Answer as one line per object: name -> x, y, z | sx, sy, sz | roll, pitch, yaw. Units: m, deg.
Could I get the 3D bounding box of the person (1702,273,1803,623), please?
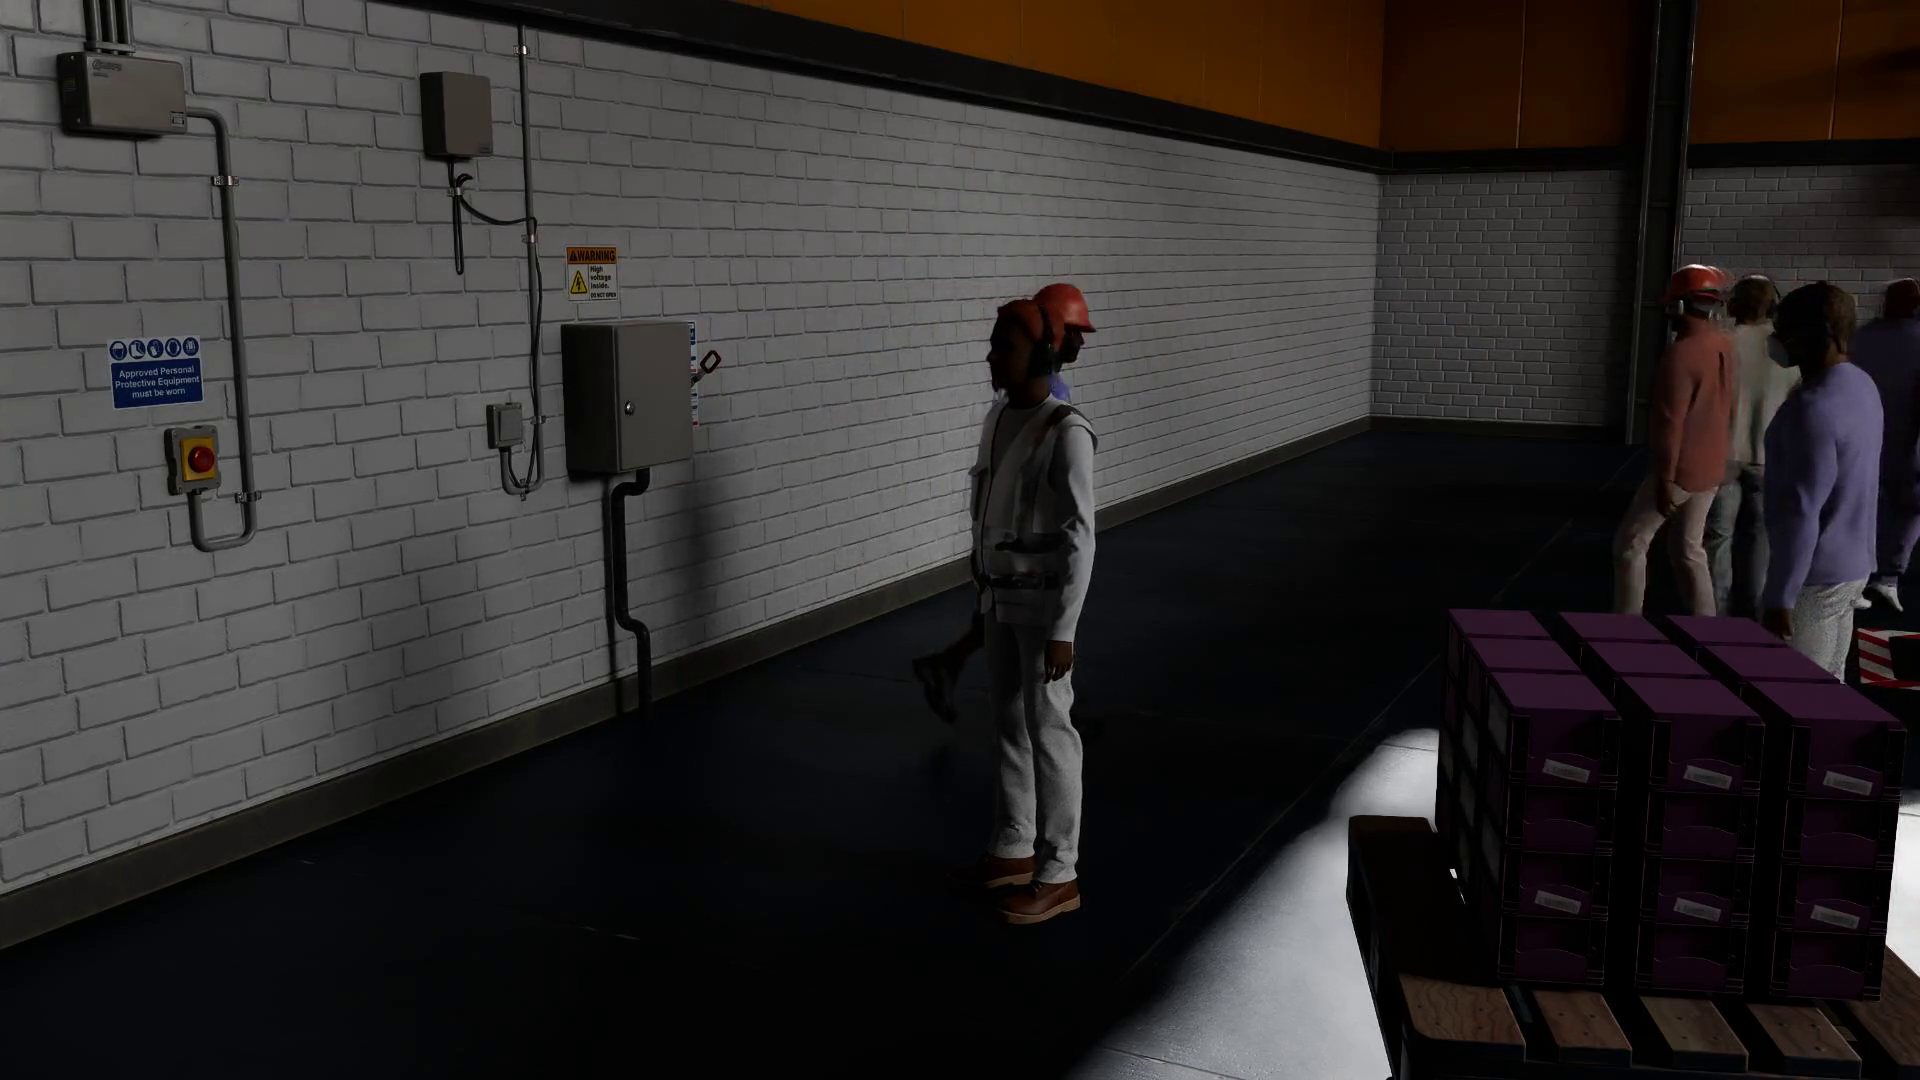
person -> 3.978, -0.390, 8.498 | 0.628, 1.926, 0.426 | 2, 10, 14

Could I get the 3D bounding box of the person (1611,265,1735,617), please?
person -> 3.407, -0.341, 8.079 | 0.663, 1.954, 0.704 | -9, 13, -41

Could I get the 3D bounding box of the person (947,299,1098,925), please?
person -> 0.196, 0.215, 5.083 | 0.354, 1.884, 0.576 | -5, 11, -27

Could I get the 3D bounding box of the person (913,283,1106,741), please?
person -> 0.226, -0.094, 6.815 | 0.703, 1.909, 0.581 | -2, 10, -13

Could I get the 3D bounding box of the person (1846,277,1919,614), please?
person -> 5.163, -0.515, 9.280 | 0.420, 1.889, 0.667 | -7, 12, -35

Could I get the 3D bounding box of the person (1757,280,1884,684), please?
person -> 2.758, 0.134, 5.409 | 0.373, 1.935, 0.628 | 8, 13, 40
